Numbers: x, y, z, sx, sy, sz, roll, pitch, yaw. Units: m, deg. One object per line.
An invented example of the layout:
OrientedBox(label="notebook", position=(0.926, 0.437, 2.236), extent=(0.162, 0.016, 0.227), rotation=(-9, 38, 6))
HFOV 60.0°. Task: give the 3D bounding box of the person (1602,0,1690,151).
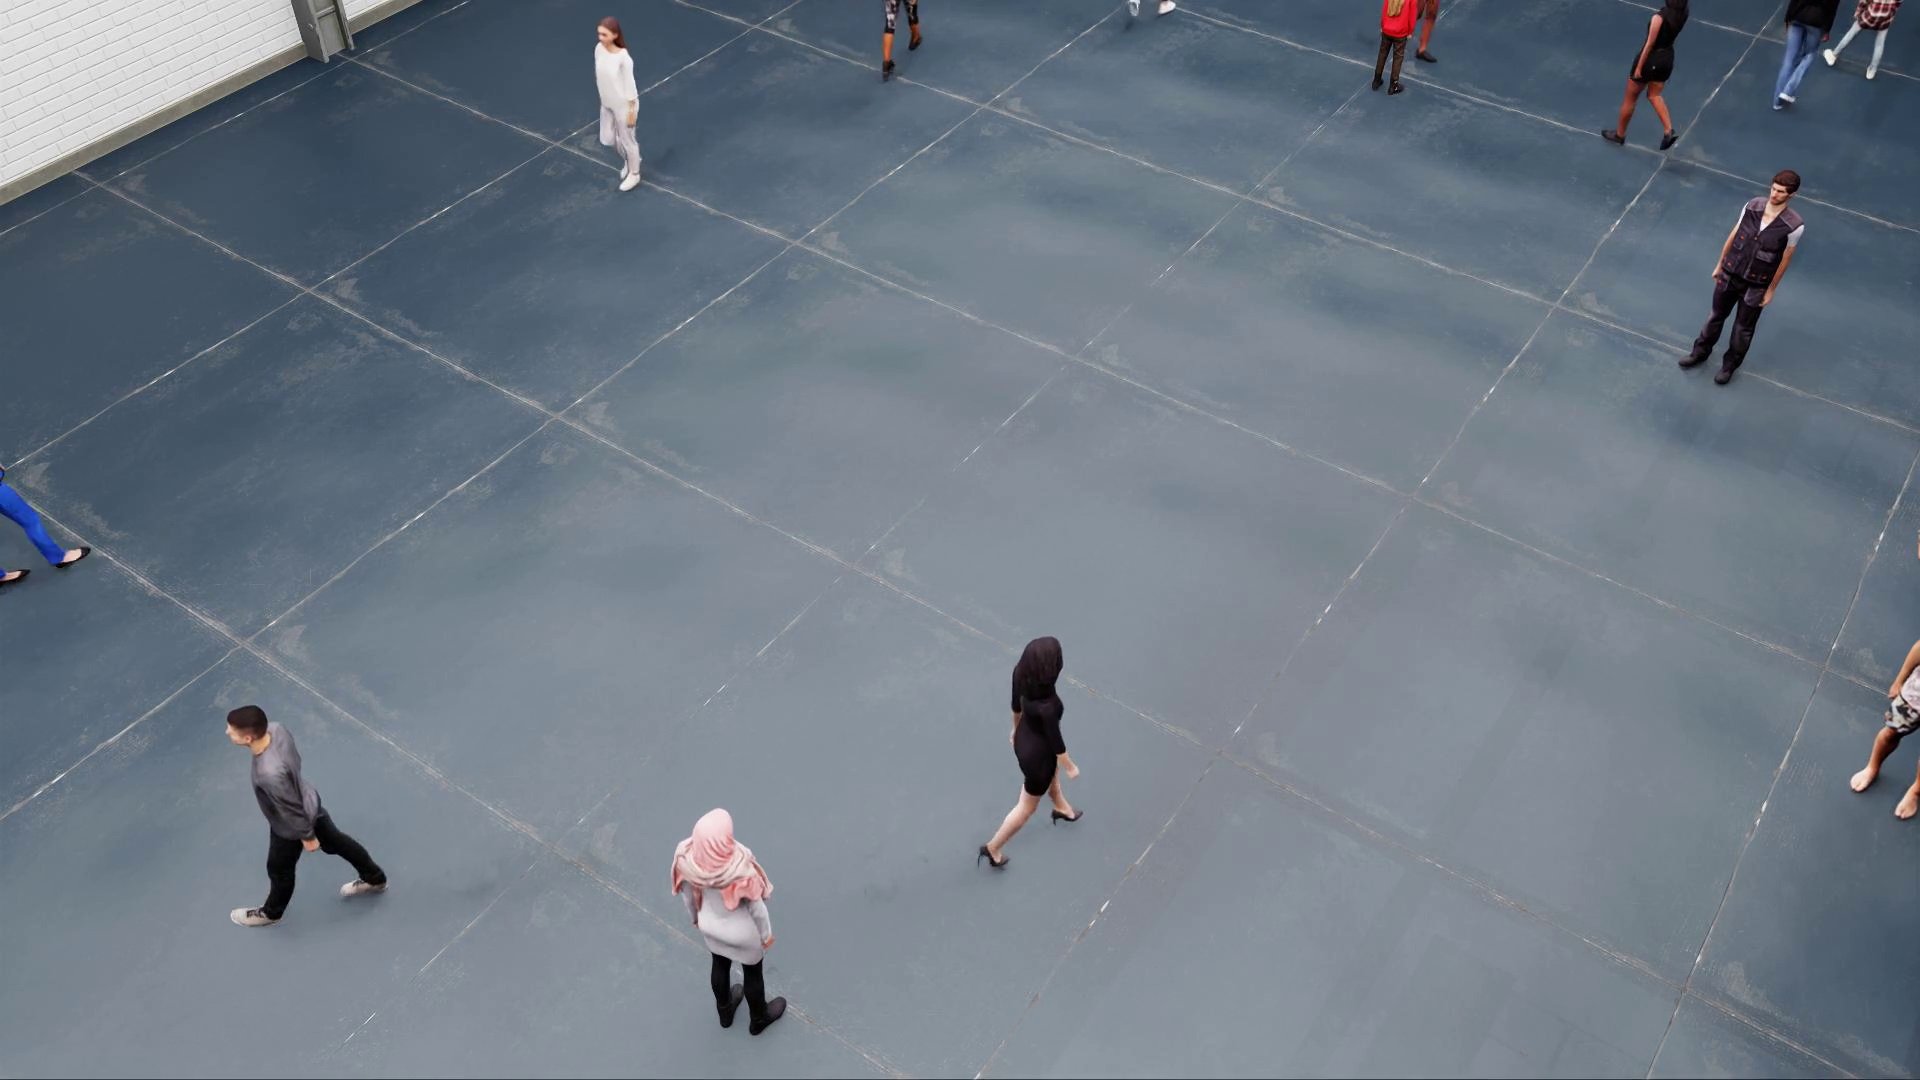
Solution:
OrientedBox(label="person", position=(6.540, -4.395, 15.521), extent=(0.993, 1.726, 0.902), rotation=(-23, 48, -22))

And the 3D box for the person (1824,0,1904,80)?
OrientedBox(label="person", position=(9.272, -5.332, 16.825), extent=(0.726, 1.284, 0.701), rotation=(14, 45, 14))

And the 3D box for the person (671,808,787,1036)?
OrientedBox(label="person", position=(-1.208, 2.013, 8.739), extent=(0.686, 1.803, 0.659), rotation=(15, 46, 15))

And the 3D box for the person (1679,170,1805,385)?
OrientedBox(label="person", position=(6.163, -2.073, 12.995), extent=(0.645, 1.848, 0.702), rotation=(-32, 52, -29))

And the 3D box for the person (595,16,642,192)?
OrientedBox(label="person", position=(-3.059, -4.006, 15.146), extent=(0.604, 1.681, 0.599), rotation=(26, 49, 24))

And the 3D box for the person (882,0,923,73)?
OrientedBox(label="person", position=(-0.653, -5.521, 16.781), extent=(0.801, 1.619, 1.170), rotation=(14, 45, 14))

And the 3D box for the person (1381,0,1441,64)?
OrientedBox(label="person", position=(4.706, -5.738, 16.931), extent=(0.947, 1.726, 0.804), rotation=(-32, 52, -29))

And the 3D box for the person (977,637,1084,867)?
OrientedBox(label="person", position=(0.377, 1.272, 9.540), extent=(1.070, 1.771, 0.947), rotation=(-13, 45, -14))

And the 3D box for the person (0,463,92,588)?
OrientedBox(label="person", position=(-6.727, -0.300, 11.256), extent=(0.941, 1.681, 0.732), rotation=(-34, 53, -30))

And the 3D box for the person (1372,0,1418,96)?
OrientedBox(label="person", position=(4.340, -5.084, 16.567), extent=(0.495, 1.281, 0.479), rotation=(27, 50, 26))

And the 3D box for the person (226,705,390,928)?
OrientedBox(label="person", position=(-3.631, 1.520, 9.317), extent=(1.171, 1.718, 1.067), rotation=(-11, 45, -11))

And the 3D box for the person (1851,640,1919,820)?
OrientedBox(label="person", position=(5.849, 0.913, 9.890), extent=(0.718, 1.807, 0.629), rotation=(34, 53, 31))

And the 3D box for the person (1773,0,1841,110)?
OrientedBox(label="person", position=(8.193, -4.995, 16.153), extent=(0.677, 1.723, 0.652), rotation=(33, 52, 29))

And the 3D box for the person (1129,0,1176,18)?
OrientedBox(label="person", position=(2.080, -6.319, 17.572), extent=(0.655, 1.682, 0.961), rotation=(31, 51, 28))
